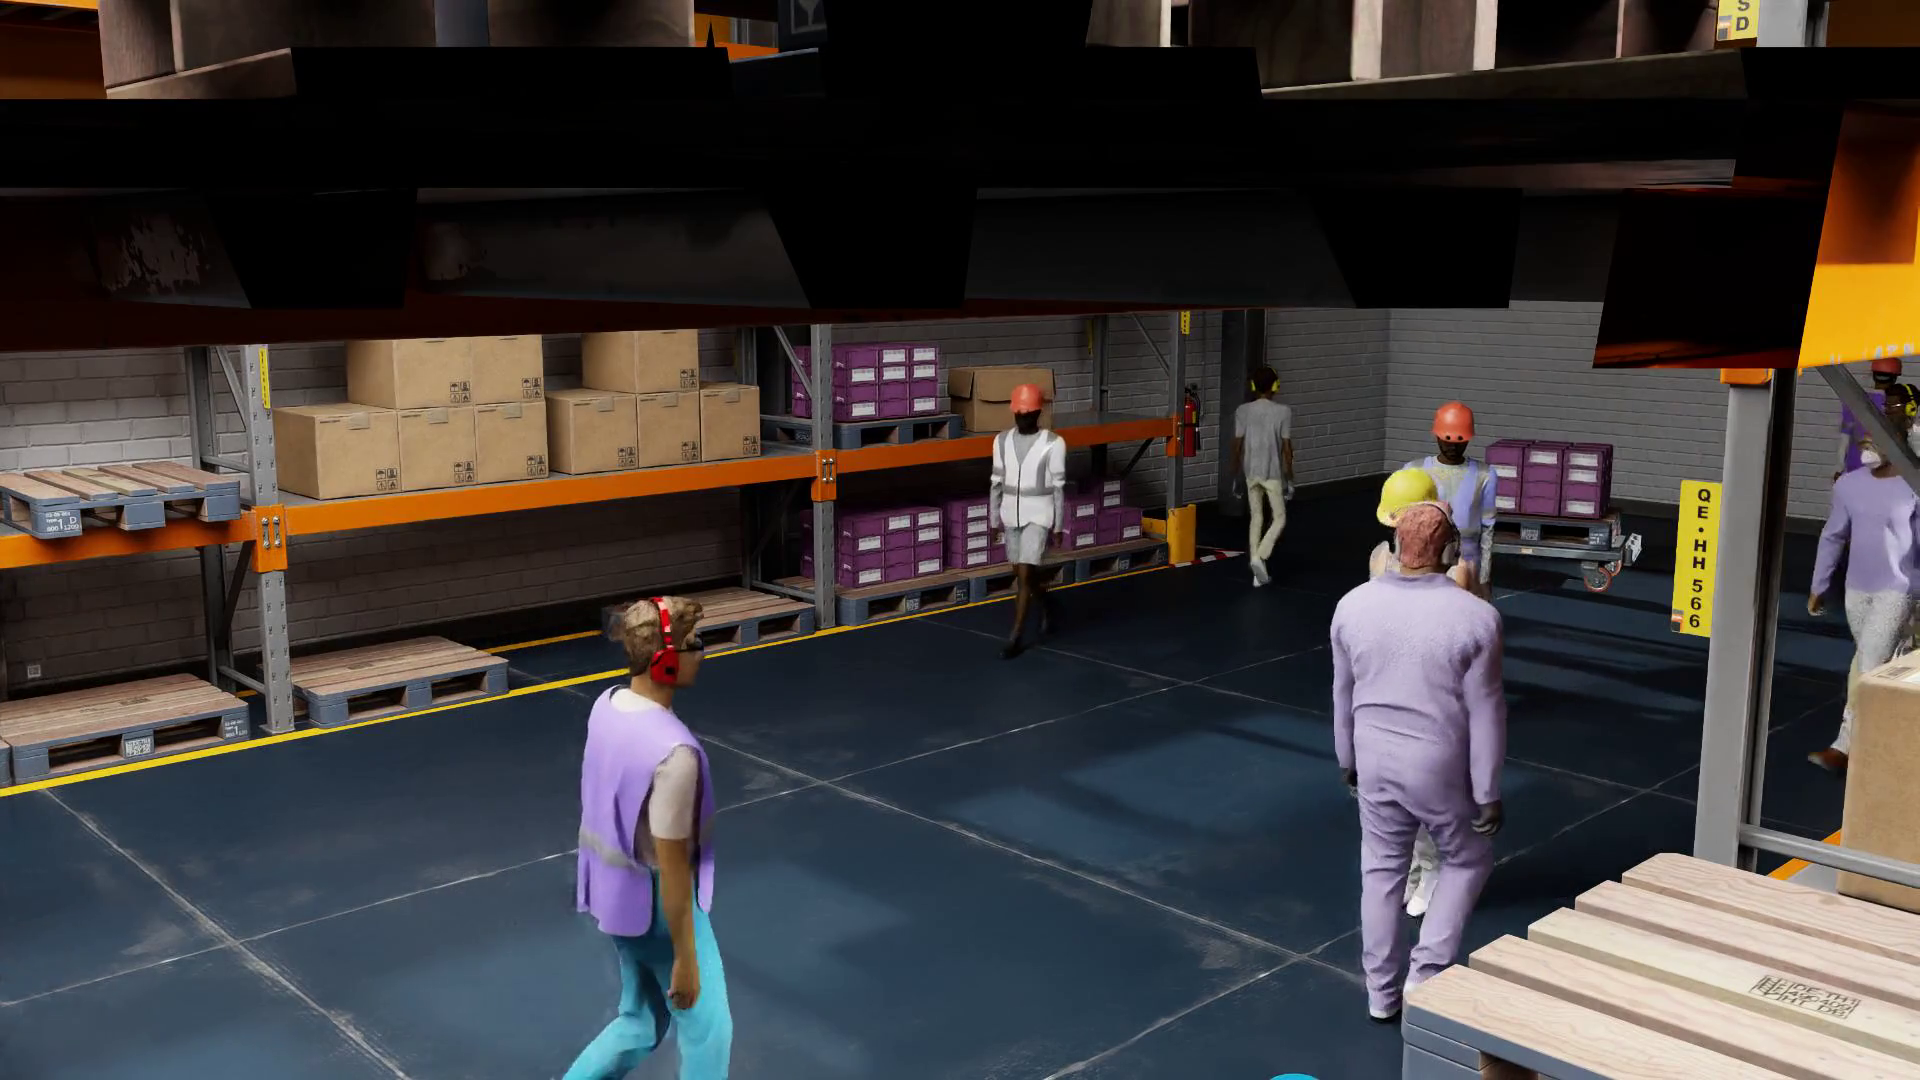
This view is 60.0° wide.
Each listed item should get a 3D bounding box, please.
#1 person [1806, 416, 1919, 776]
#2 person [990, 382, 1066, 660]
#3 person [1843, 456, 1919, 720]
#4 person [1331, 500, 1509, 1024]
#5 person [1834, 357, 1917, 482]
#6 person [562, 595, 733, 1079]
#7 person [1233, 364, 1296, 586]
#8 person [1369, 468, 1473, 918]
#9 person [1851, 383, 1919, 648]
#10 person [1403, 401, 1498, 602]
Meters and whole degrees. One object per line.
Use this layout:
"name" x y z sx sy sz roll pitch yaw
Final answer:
"person" 4.808 0.293 8.843 0.955 1.892 0.652 -4 10 -21
"person" 0.500 -0.173 11.595 0.554 1.901 0.934 5 11 27
"person" 5.591 0.291 9.727 0.832 1.587 0.521 -2 10 -11
"person" 1.630 0.799 5.883 0.677 1.890 0.440 9 13 41
"person" 7.862 -0.637 14.237 0.584 1.910 0.770 8 13 39
"person" -0.900 1.049 4.636 0.744 1.820 0.579 -6 12 -33
"person" 2.494 -0.516 13.685 0.538 1.860 0.506 6 11 30
"person" 1.838 0.634 6.855 0.420 1.891 0.610 -3 10 -18
"person" 6.558 -0.169 11.665 0.317 1.860 0.509 0 10 2
"person" 2.758 0.171 9.463 0.545 1.931 0.384 2 10 12
